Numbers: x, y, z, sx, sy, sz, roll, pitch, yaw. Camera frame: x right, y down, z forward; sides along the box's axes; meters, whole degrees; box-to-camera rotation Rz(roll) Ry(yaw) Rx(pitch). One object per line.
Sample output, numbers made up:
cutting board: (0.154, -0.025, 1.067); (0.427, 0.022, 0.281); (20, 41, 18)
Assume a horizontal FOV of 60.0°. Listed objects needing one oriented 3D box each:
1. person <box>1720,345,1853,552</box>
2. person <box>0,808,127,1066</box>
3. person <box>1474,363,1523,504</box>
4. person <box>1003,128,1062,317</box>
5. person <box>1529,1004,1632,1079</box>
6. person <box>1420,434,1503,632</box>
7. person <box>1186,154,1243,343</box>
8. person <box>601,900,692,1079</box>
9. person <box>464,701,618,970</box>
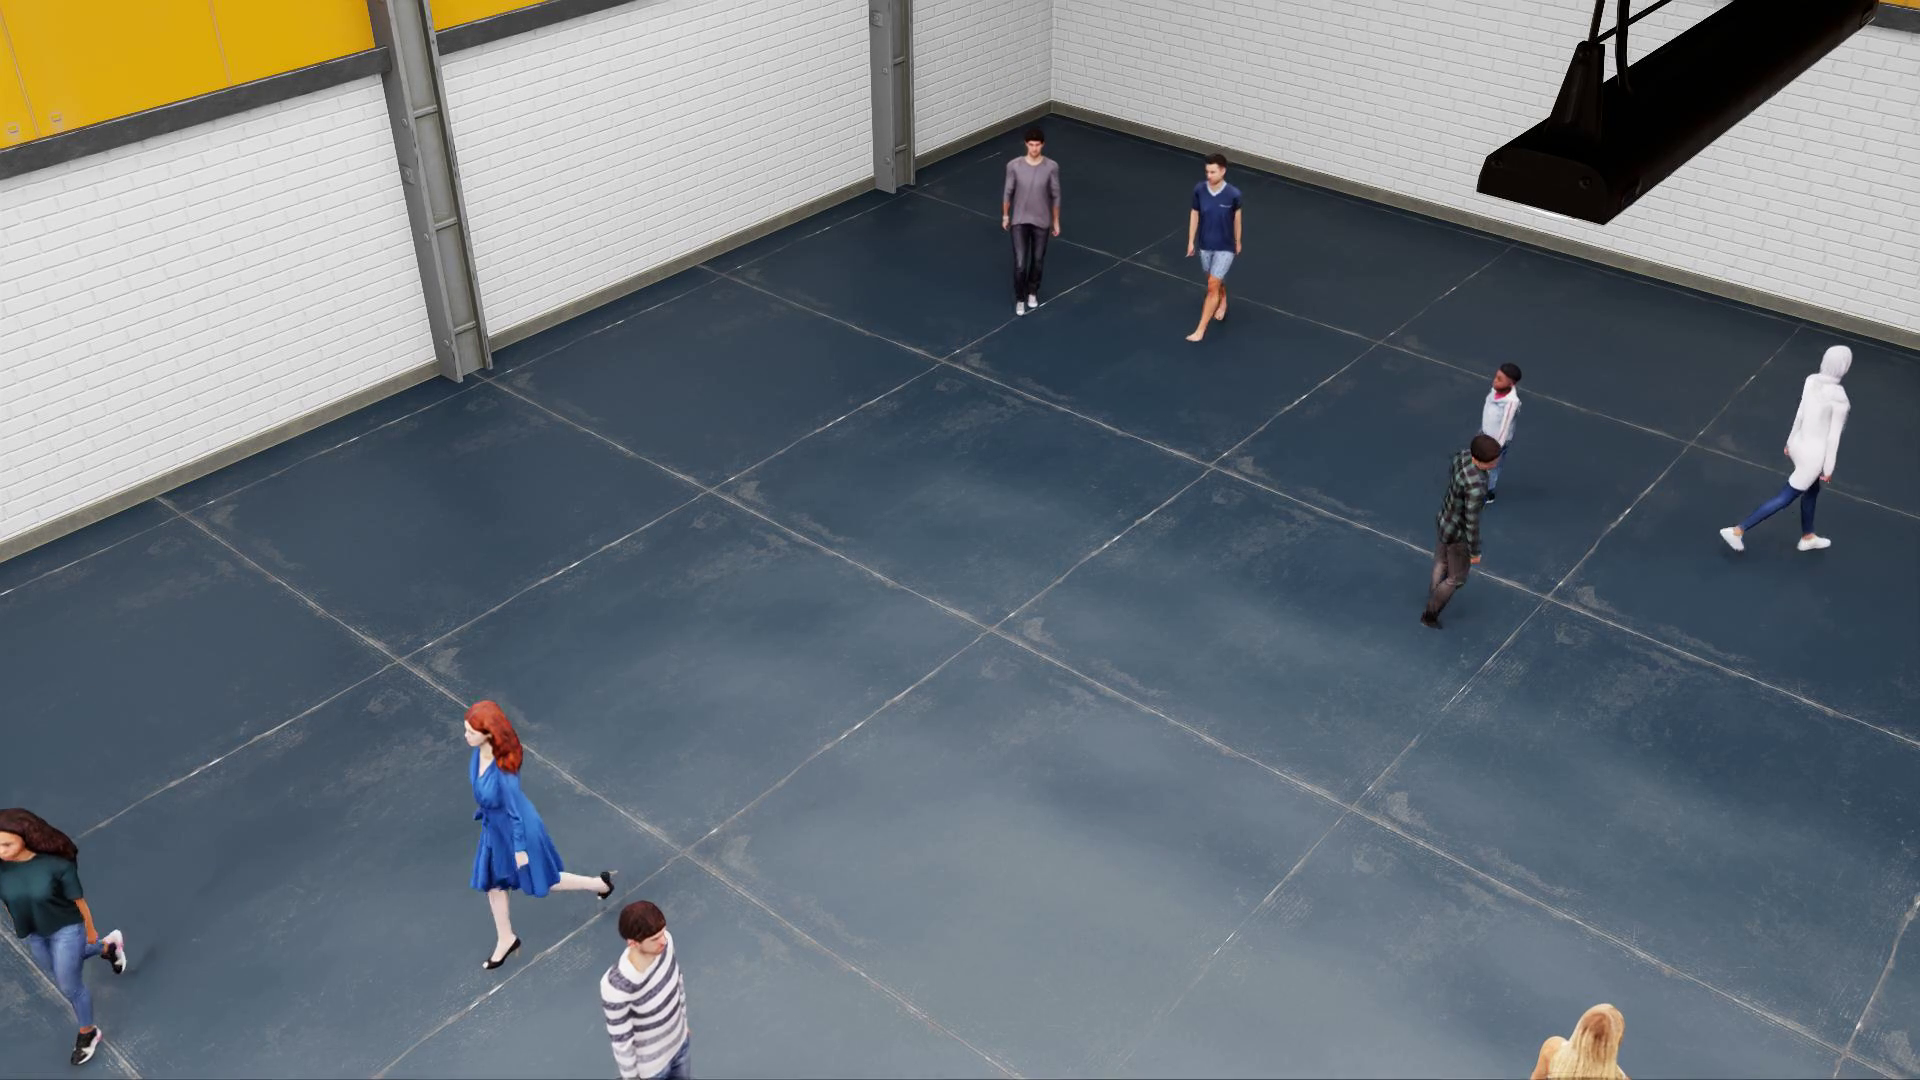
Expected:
person: (6.291, -0.618, 12.518); (1.204, 1.734, 1.150); (-2, 34, -3)
person: (-4.710, 1.978, 8.736); (0.920, 1.597, 1.030); (1, 34, 2)
person: (4.344, -0.860, 13.314); (0.644, 1.256, 0.592); (-6, 34, -9)
person: (0.690, -3.154, 16.243); (0.886, 1.836, 0.944); (-2, 34, -3)
person: (2.681, 2.731, 7.419); (0.617, 1.802, 0.661); (-27, 42, -34)
person: (3.574, -0.123, 11.978); (0.861, 1.681, 0.801); (-9, 35, -13)
person: (2.473, -2.824, 15.792); (0.709, 1.785, 1.201); (19, 38, 26)
person: (-1.472, 2.396, 7.885); (0.750, 1.844, 0.544); (16, 37, 22)
person: (-2.362, 1.585, 9.144); (1.153, 1.801, 0.799); (-22, 39, -29)
